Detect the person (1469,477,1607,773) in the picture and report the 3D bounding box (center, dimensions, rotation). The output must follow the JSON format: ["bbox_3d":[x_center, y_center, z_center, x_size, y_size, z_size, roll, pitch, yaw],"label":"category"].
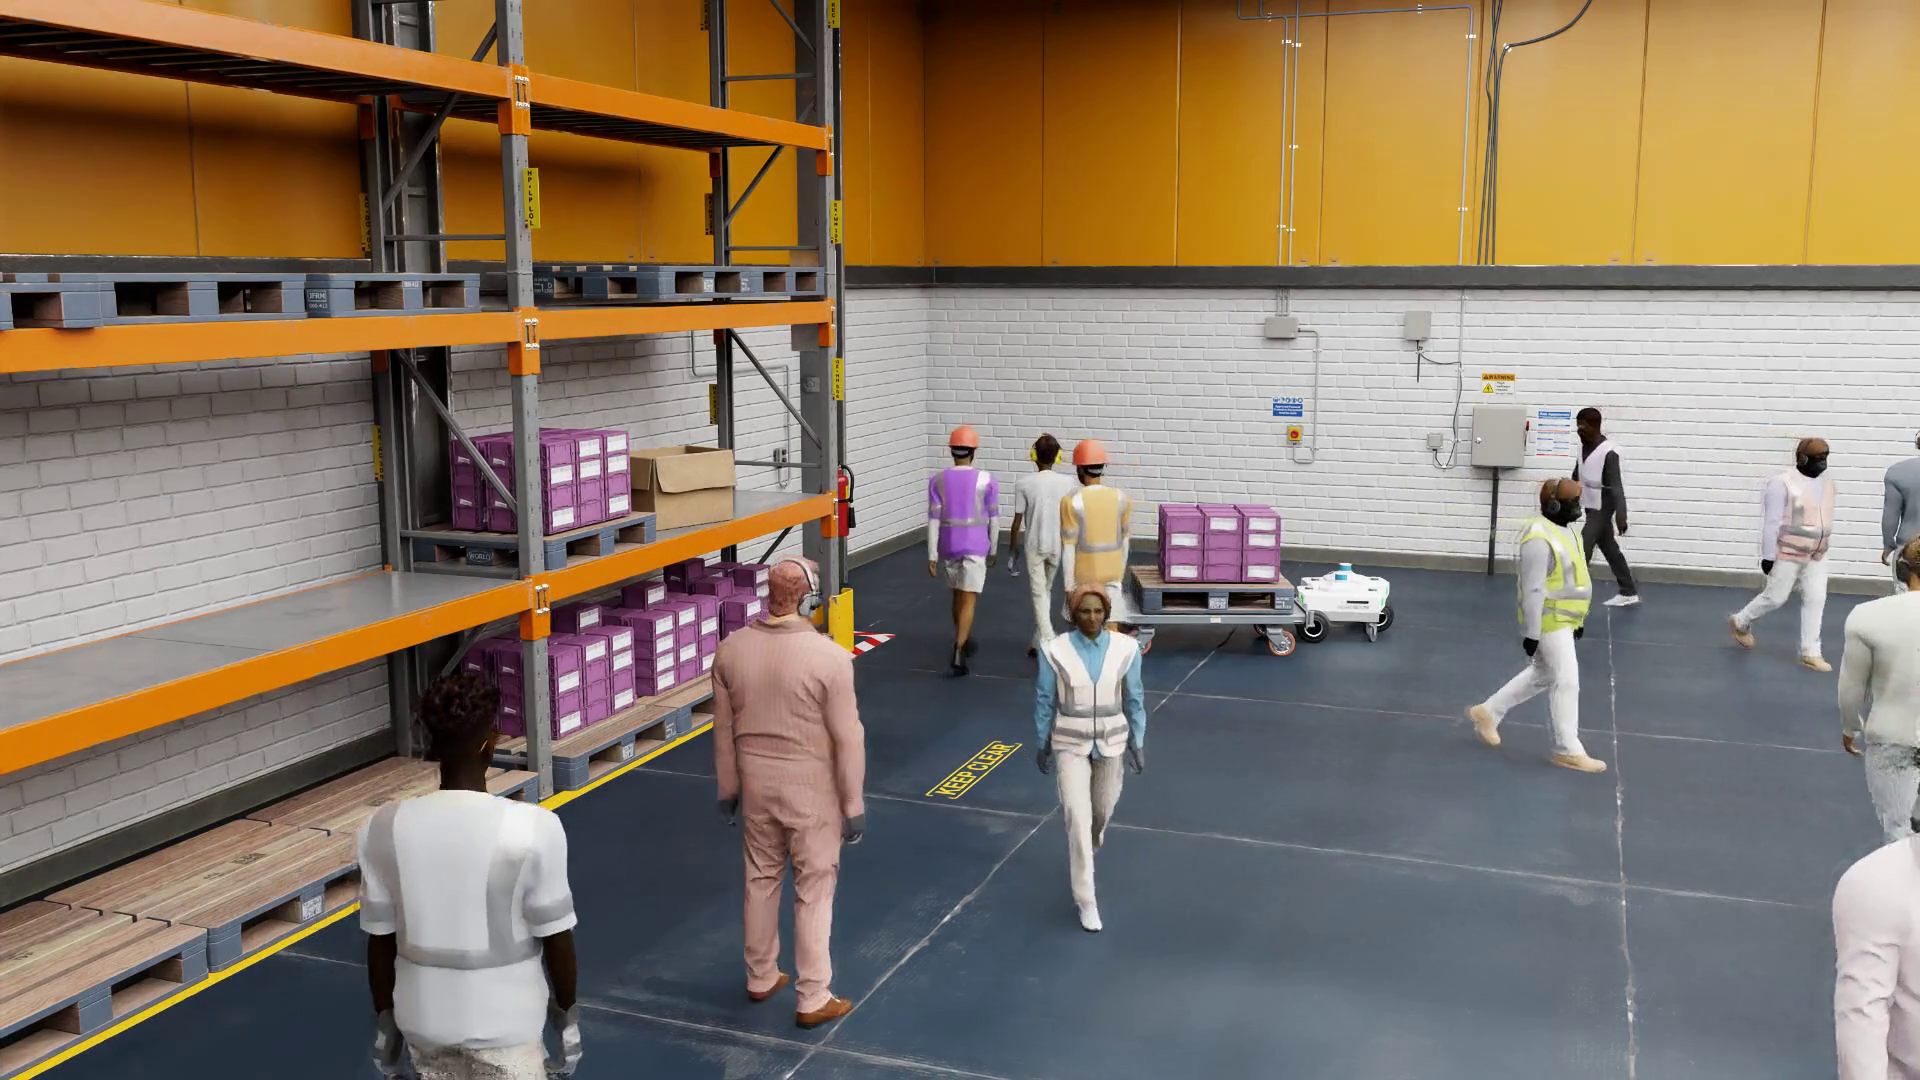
[{"bbox_3d":[3.617,0.494,10.339,0.827,1.816,0.628,6,11,32],"label":"person"}]

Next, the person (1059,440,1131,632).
[{"bbox_3d":[0.934,0.237,11.716,0.568,1.885,0.985,-3,9,-16],"label":"person"}]

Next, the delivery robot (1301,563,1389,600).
[{"bbox_3d":[3.304,0.442,14.298,0.707,0.478,0.477,0,9,-3],"label":"delivery robot"}]

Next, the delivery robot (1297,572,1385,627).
[{"bbox_3d":[3.172,0.513,13.852,0.707,0.478,0.477,1,9,7],"label":"delivery robot"}]

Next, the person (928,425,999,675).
[{"bbox_3d":[0.006,0.069,12.822,0.539,1.889,1.007,2,9,15],"label":"person"}]

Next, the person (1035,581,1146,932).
[{"bbox_3d":[0.612,0.969,7.970,0.520,1.610,0.799,-1,9,-8],"label":"person"}]

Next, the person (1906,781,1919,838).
[{"bbox_3d":[4.145,1.030,6.843,0.542,1.848,0.531,-7,11,-36],"label":"person"}]

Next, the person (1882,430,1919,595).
[{"bbox_3d":[7.352,0.060,12.666,0.631,1.939,0.372,4,10,25],"label":"person"}]

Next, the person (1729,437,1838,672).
[{"bbox_3d":[6.481,0.074,13.022,0.643,1.812,0.843,-2,9,-15],"label":"person"}]

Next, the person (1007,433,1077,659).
[{"bbox_3d":[0.651,0.104,12.796,0.532,1.838,0.942,-3,9,-17],"label":"person"}]

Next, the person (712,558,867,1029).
[{"bbox_3d":[-0.712,1.026,6.819,0.704,1.908,0.470,4,10,26],"label":"person"}]

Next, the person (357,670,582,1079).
[{"bbox_3d":[-1.386,1.338,4.624,0.608,1.947,0.815,1,9,9],"label":"person"}]

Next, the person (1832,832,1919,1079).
[{"bbox_3d":[2.543,1.448,4.228,0.652,1.849,1.031,1,9,7],"label":"person"}]

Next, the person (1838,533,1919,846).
[{"bbox_3d":[4.273,0.903,7.506,0.624,1.890,0.970,2,9,11],"label":"person"}]

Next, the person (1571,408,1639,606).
[{"bbox_3d":[5.751,-0.278,15.067,1.044,1.850,0.662,-1,9,-4],"label":"person"}]
